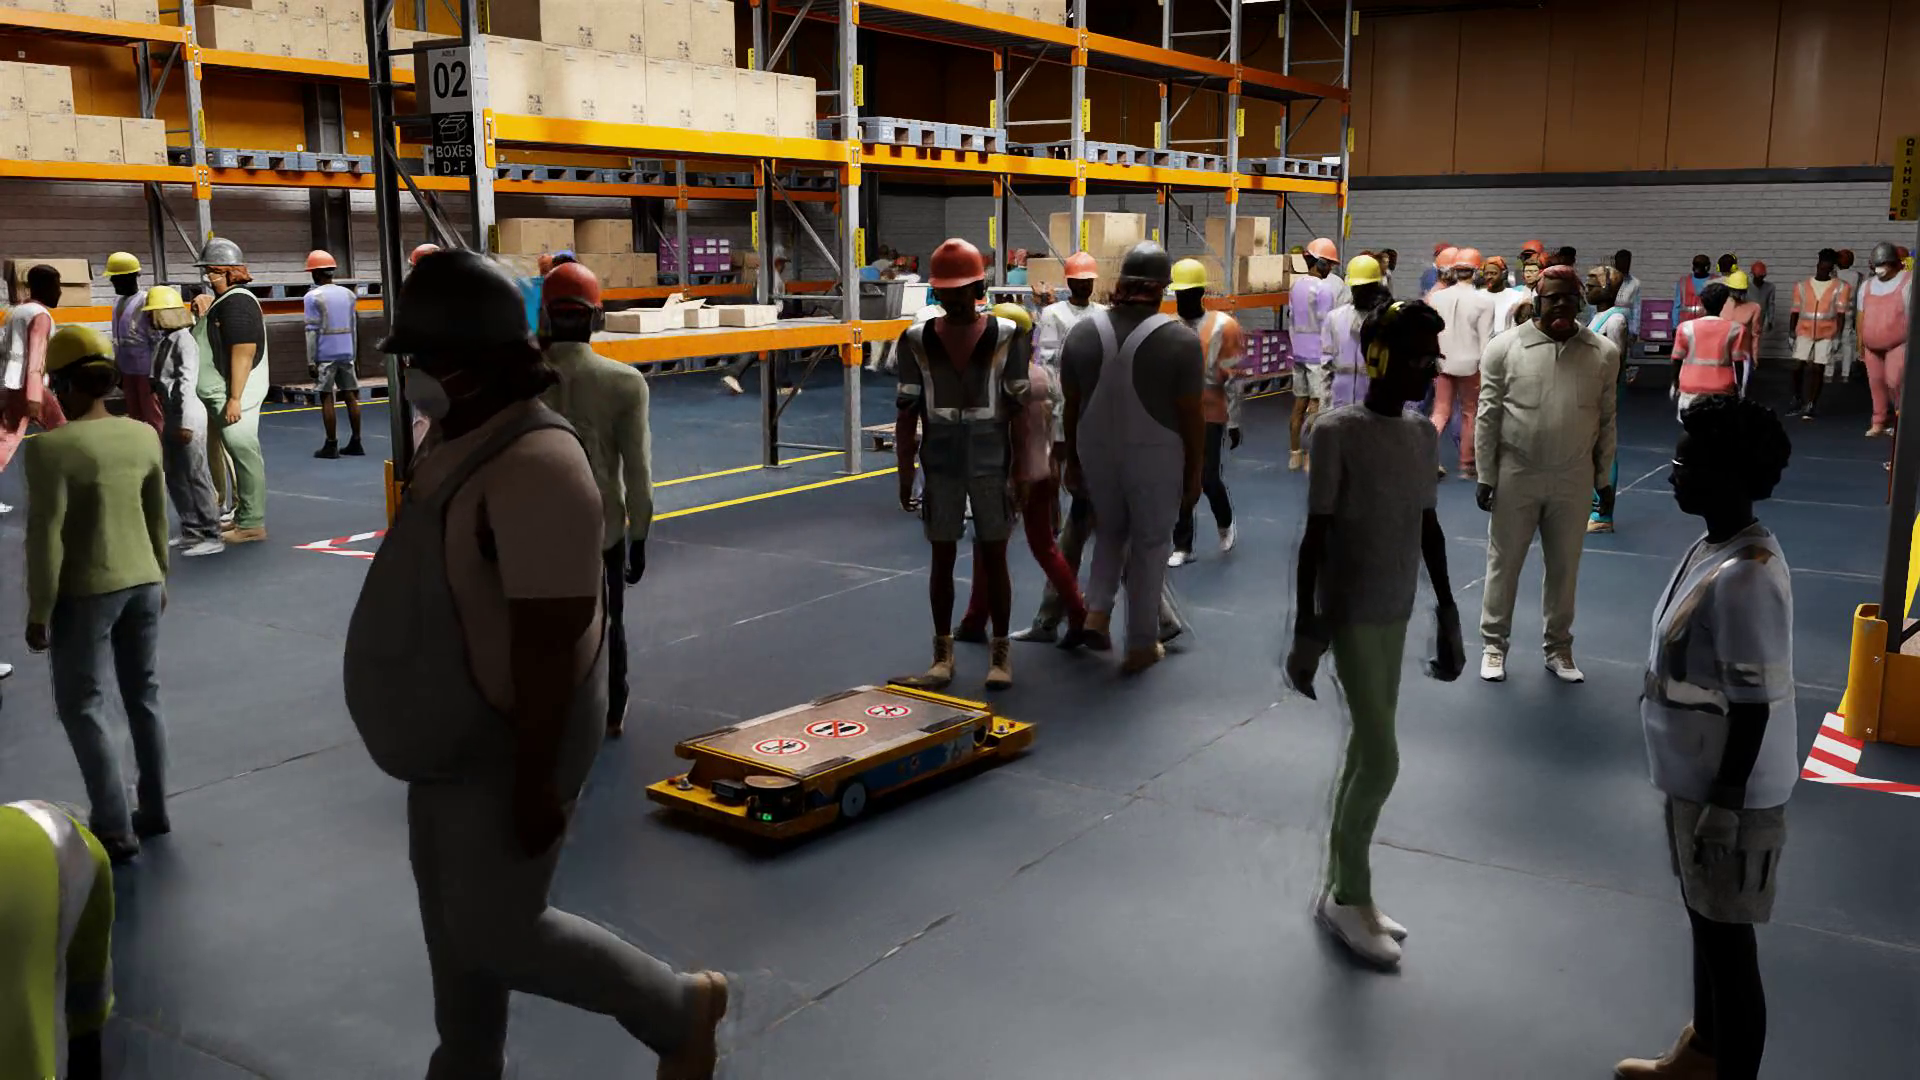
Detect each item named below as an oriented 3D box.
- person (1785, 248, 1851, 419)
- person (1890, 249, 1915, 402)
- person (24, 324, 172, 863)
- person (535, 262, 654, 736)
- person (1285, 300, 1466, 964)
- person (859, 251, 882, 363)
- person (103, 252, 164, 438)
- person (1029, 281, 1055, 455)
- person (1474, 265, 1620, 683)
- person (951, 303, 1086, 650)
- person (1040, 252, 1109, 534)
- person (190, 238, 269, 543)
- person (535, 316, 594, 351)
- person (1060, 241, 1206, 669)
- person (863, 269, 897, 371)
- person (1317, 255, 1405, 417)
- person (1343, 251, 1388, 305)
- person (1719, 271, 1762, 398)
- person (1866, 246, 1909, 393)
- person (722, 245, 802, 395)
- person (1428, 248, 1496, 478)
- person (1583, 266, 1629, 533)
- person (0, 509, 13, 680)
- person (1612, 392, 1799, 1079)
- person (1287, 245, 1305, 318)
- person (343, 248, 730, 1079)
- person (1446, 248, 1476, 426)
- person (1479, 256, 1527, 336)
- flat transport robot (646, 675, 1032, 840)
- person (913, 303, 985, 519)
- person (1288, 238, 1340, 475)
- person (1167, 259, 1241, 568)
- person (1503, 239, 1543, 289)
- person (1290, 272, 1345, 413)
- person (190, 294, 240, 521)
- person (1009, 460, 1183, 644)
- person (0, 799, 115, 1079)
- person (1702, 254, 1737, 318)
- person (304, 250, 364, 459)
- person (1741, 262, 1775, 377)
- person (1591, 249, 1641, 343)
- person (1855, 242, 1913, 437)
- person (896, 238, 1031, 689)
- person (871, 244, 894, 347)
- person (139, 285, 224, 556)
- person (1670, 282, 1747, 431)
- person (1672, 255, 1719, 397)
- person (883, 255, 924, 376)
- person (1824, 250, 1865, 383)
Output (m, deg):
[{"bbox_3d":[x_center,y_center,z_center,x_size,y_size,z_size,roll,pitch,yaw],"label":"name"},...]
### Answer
[{"bbox_3d":[9.644,-2.309,18.725,0.610,1.932,0.514,7,13,36],"label":"person"},{"bbox_3d":[11.760,-2.646,20.567,0.395,1.941,0.601,4,11,23],"label":"person"},{"bbox_3d":[-2.847,0.186,5.455,0.380,1.747,0.686,3,11,18],"label":"person"},{"bbox_3d":[-1.478,-0.077,6.352,0.614,1.935,1.063,-2,10,-8],"label":"person"},{"bbox_3d":[1.238,0.260,4.692,0.571,1.853,0.535,-8,13,-38],"label":"person"},{"bbox_3d":[-1.546,-3.818,27.359,0.640,1.839,0.429,-8,13,-38],"label":"person"},{"bbox_3d":[-6.884,-1.433,13.905,0.585,1.920,0.383,7,12,33],"label":"person"},{"bbox_3d":[0.800,-1.619,15.721,0.311,1.636,0.521,-4,11,-21],"label":"person"},{"bbox_3d":[2.682,-0.292,7.616,0.639,1.911,0.406,1,10,5],"label":"person"},{"bbox_3d":[0.305,-0.302,8.190,0.848,1.724,0.532,7,12,33],"label":"person"},{"bbox_3d":[0.821,-1.011,11.511,0.543,1.940,0.361,-4,11,-20],"label":"person"},{"bbox_3d":[-4.939,-1.007,11.208,0.538,2.000,0.685,-4,11,-23],"label":"person"},{"bbox_3d":[-1.800,-0.203,7.578,0.320,1.742,0.492,0,10,-2],"label":"person"},{"bbox_3d":[0.849,-0.404,7.866,0.707,2.000,0.536,6,12,29],"label":"person"},{"bbox_3d":[-1.070,-3.401,25.744,0.905,1.585,0.512,-8,13,-37],"label":"person"},{"bbox_3d":[2.647,-0.899,10.963,0.628,1.919,0.401,6,12,31],"label":"person"},{"bbox_3d":[5.359,-2.886,22.061,0.575,1.883,0.362,3,11,16],"label":"person"},{"bbox_3d":[7.841,-1.873,16.952,0.544,1.708,0.762,4,11,20],"label":"person"},{"bbox_3d":[12.269,-2.886,21.906,0.376,1.935,0.550,-4,11,-22],"label":"person"},{"bbox_3d":[-2.616,-2.908,21.744,0.996,2.000,0.693,-5,11,-25],"label":"person"},{"bbox_3d":[4.147,-1.458,13.959,0.632,1.964,0.787,8,13,38],"label":"person"},{"bbox_3d":[4.423,-0.967,11.529,0.345,1.847,0.504,1,10,6],"label":"person"},{"bbox_3d":[-4.369,-0.167,7.037,0.651,1.865,0.908,6,12,31],"label":"person"},{"bbox_3d":[1.662,0.526,3.671,0.320,1.695,0.537,3,11,17],"label":"person"},{"bbox_3d":[5.524,-3.857,27.307,0.354,1.930,0.594,6,12,30],"label":"person"},{"bbox_3d":[-0.944,0.369,3.583,0.714,2.000,0.697,-5,12,-28],"label":"person"},{"bbox_3d":[5.378,-2.171,17.948,0.361,1.938,0.546,-5,11,-25],"label":"person"},{"bbox_3d":[4.888,-1.650,15.243,0.582,1.877,0.359,7,12,34],"label":"person"},{"bbox_3d":[-0.413,0.778,6.225,0.652,0.197,1.431,8,13,38],"label":"flat transport robot"},{"bbox_3d":[-0.080,-1.054,12.048,0.574,1.835,0.384,-4,11,-19],"label":"person"},{"bbox_3d":[3.072,-1.578,14.381,0.381,2.039,0.606,-4,11,-19],"label":"person"},{"bbox_3d":[1.483,-0.784,10.331,0.617,1.909,0.577,7,12,34],"label":"person"},{"bbox_3d":[6.683,-2.516,19.600,0.602,2.036,0.417,5,11,26],"label":"person"},{"bbox_3d":[4.172,-2.436,19.514,0.642,1.905,0.399,-2,10,-10],"label":"person"},{"bbox_3d":[-5.397,-0.954,12.045,0.507,1.633,0.278,6,12,30],"label":"person"},{"bbox_3d":[0.703,-0.245,8.226,0.857,1.605,0.521,1,10,6],"label":"person"},{"bbox_3d":[-1.121,0.858,1.913,0.797,1.667,0.538,3,11,17],"label":"person"},{"bbox_3d":[9.216,-2.529,20.160,0.328,1.861,0.503,-9,13,-40],"label":"person"},{"bbox_3d":[-5.860,-1.717,15.465,0.389,1.929,0.547,6,12,32],"label":"person"},{"bbox_3d":[11.840,-3.302,24.887,0.578,1.706,0.695,0,10,-2],"label":"person"},{"bbox_3d":[8.156,-2.649,20.677,0.614,1.901,0.460,-2,10,-10],"label":"person"},{"bbox_3d":[9.445,-2.044,16.959,0.556,2.000,0.708,-6,12,-29],"label":"person"},{"bbox_3d":[0.011,-0.328,7.491,0.612,2.029,0.409,1,10,7],"label":"person"},{"bbox_3d":[-1.384,-4.434,30.479,0.627,1.940,0.372,-3,11,-14],"label":"person"},{"bbox_3d":[-5.027,-0.762,10.705,0.485,1.734,0.339,10,14,44],"label":"person"},{"bbox_3d":[5.972,-1.212,13.313,0.555,1.690,0.371,4,11,23],"label":"person"},{"bbox_3d":[9.475,-2.734,21.384,0.644,1.836,0.432,7,13,35],"label":"person"},{"bbox_3d":[-0.787,-3.343,24.803,0.935,1.811,0.578,-10,14,-44],"label":"person"},{"bbox_3d":[12.528,-3.177,23.668,0.584,1.882,0.348,-1,10,-4],"label":"person"}]
